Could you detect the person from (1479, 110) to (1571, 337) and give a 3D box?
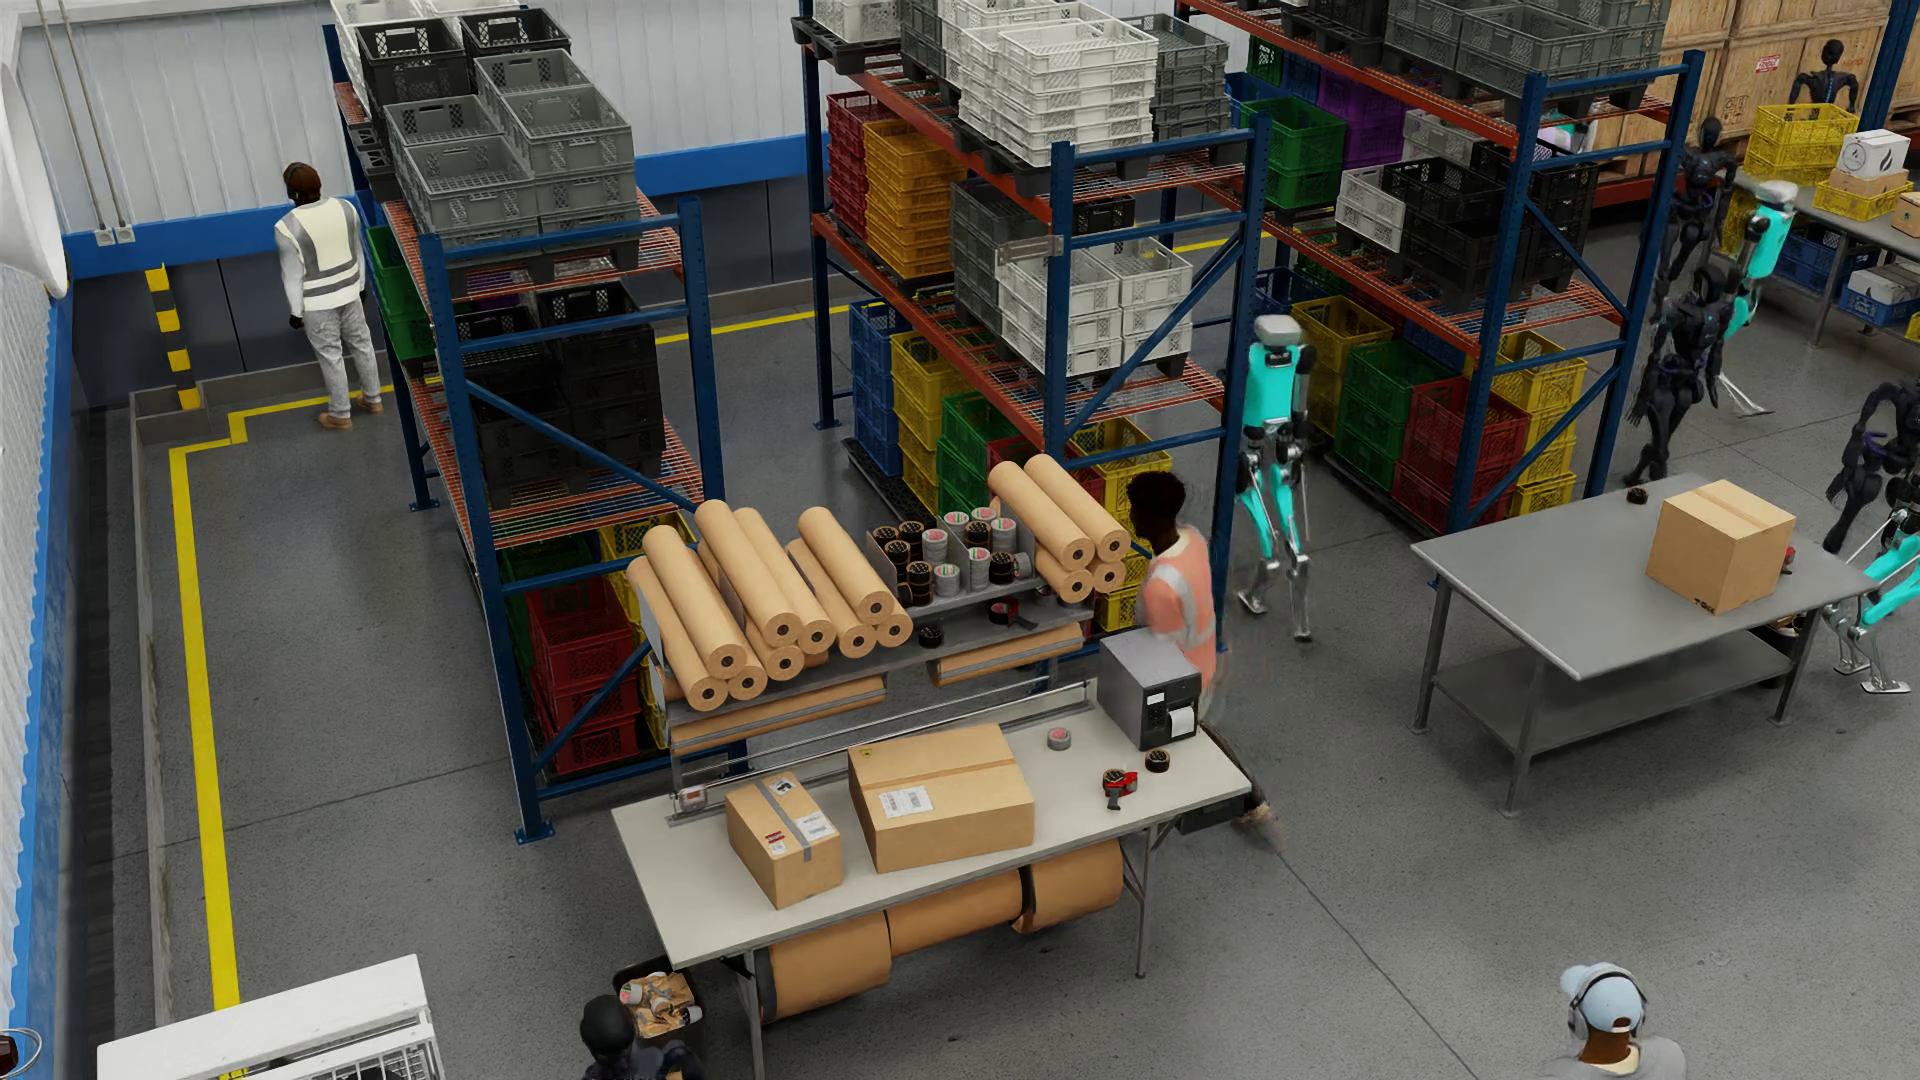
[{"bbox_3d":[4.042,-2.376,12.143,0.607,2.039,0.391,1,32,2],"label":"person"}]

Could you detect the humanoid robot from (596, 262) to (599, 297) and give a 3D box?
[{"bbox_3d":[-2.461,-1.423,10.946,0.550,1.639,0.611,17,36,26],"label":"humanoid robot"}]

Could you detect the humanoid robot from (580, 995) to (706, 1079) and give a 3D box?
[{"bbox_3d":[-1.034,2.057,5.324,0.595,1.623,0.774,-19,36,-27],"label":"humanoid robot"}]

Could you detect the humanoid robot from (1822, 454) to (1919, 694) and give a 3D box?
[{"bbox_3d":[4.735,0.032,8.390,0.735,1.677,0.533,-8,32,-13],"label":"humanoid robot"}]

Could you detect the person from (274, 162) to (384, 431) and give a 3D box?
[{"bbox_3d":[-4.228,-1.622,11.105,0.429,1.844,0.621,19,37,28],"label":"person"}]

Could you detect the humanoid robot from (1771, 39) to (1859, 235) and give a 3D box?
[{"bbox_3d":[7.277,-3.390,14.138,0.596,1.646,0.463,5,32,8],"label":"humanoid robot"}]

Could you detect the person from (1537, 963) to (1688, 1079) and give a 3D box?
[{"bbox_3d":[1.869,2.020,5.185,0.588,1.847,0.407,-12,34,-19],"label":"person"}]

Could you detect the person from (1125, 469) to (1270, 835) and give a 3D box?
[{"bbox_3d":[1.057,0.574,7.466,0.752,1.928,0.616,13,34,20],"label":"person"}]

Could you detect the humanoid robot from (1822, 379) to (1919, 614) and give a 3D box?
[{"bbox_3d":[5.187,-0.393,9.278,0.585,1.650,0.460,9,33,15],"label":"humanoid robot"}]

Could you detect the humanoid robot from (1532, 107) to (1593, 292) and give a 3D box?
[{"bbox_3d":[4.393,-2.715,12.963,0.756,1.773,0.530,-3,32,-4],"label":"humanoid robot"}]

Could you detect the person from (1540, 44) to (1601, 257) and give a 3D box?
[{"bbox_3d":[4.850,-3.119,13.502,0.569,1.878,0.339,-2,32,-4],"label":"person"}]

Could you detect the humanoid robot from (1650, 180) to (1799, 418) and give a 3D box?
[{"bbox_3d":[5.121,-1.614,11.191,0.551,1.729,1.041,-25,39,-34],"label":"humanoid robot"}]

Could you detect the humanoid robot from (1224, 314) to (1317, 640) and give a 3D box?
[{"bbox_3d":[1.754,-0.238,9.049,0.542,1.892,0.795,-12,34,-18],"label":"humanoid robot"}]

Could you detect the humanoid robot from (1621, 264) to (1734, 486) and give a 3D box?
[{"bbox_3d":[4.404,-0.926,10.150,0.608,1.632,0.639,-12,33,-18],"label":"humanoid robot"}]

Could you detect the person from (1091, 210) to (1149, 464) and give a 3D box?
[{"bbox_3d":[0.955,-1.172,10.382,0.403,1.830,0.598,14,34,21],"label":"person"}]

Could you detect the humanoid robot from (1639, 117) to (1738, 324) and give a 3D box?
[{"bbox_3d":[5.526,-2.462,12.693,0.596,1.629,0.799,5,32,8],"label":"humanoid robot"}]
